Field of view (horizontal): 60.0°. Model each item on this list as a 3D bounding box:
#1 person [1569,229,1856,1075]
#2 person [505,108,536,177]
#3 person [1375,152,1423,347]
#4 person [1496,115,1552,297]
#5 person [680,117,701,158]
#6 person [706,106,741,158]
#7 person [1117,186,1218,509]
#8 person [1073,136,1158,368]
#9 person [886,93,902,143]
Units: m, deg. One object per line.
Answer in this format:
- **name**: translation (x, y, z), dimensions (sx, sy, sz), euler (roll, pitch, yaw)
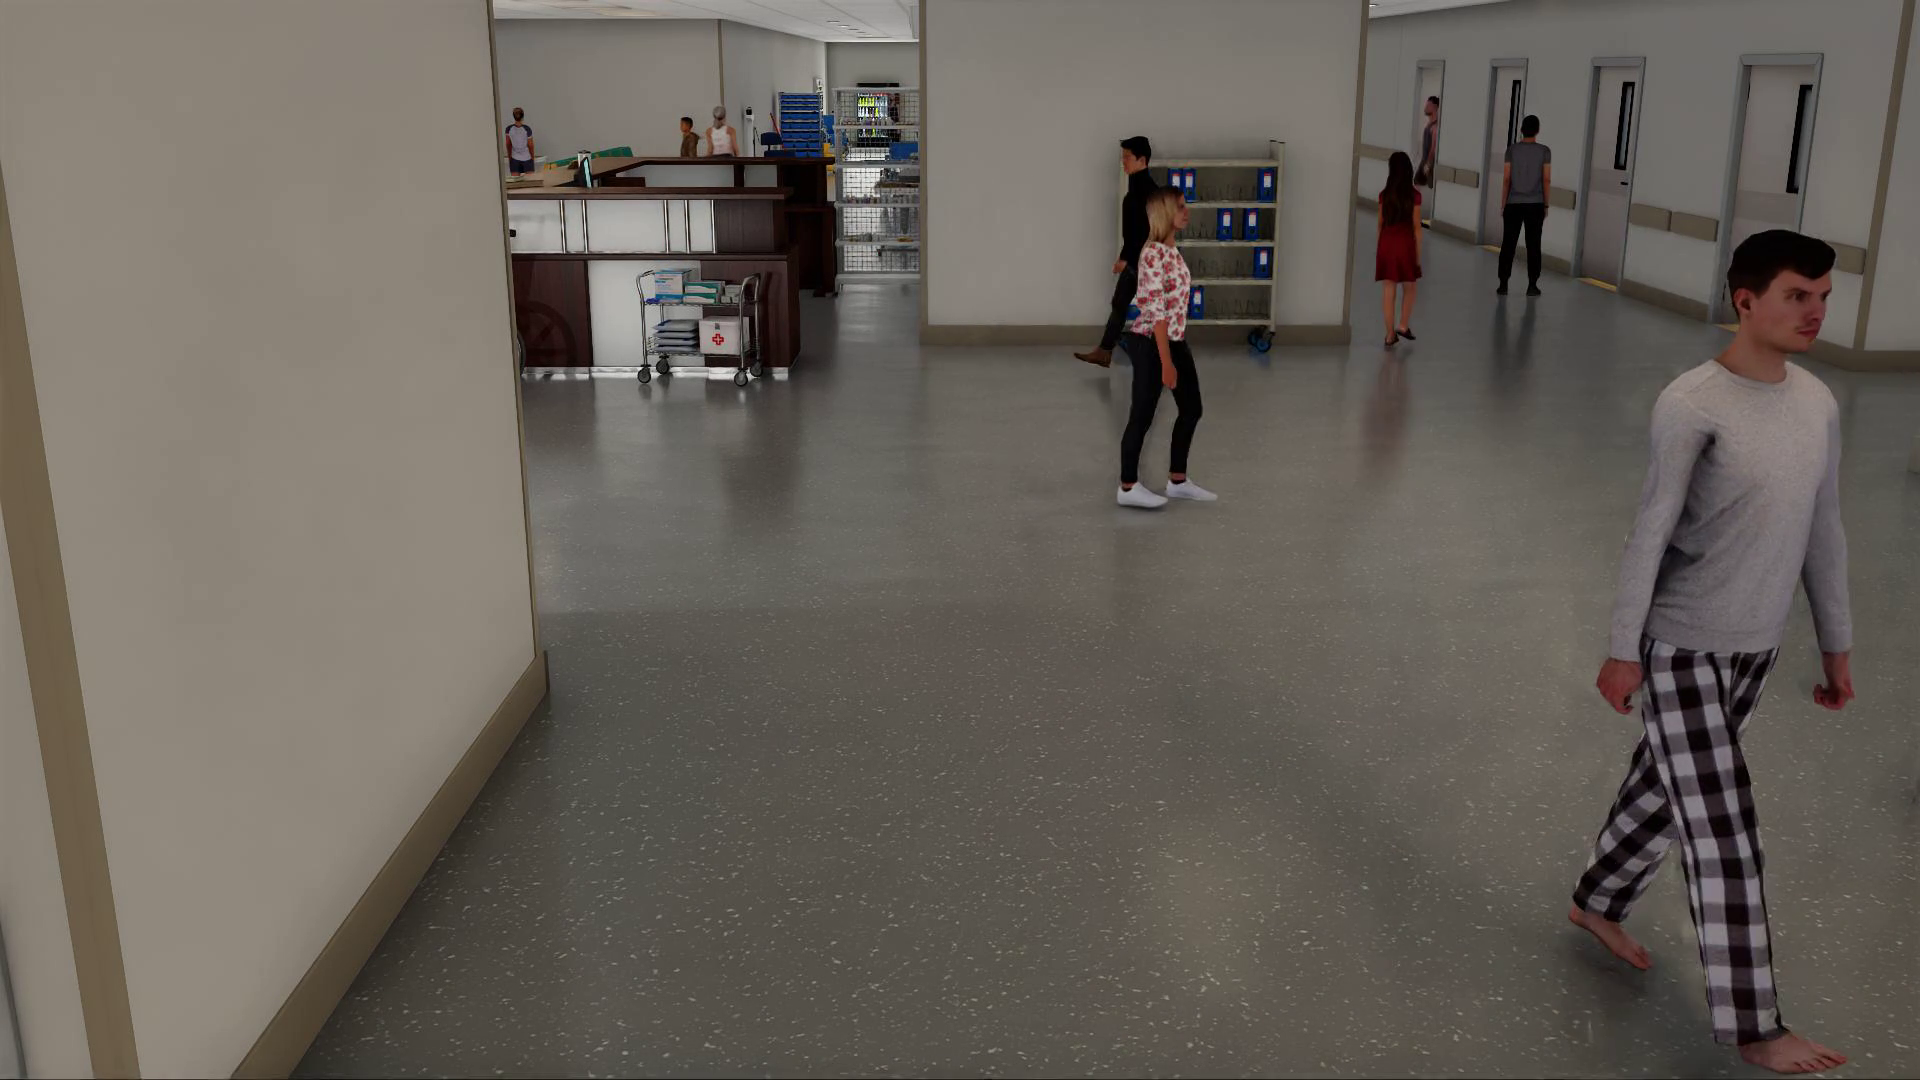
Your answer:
- **person**: translation (1.667, 0.223, 3.847), dimensions (1.165, 1.807, 1.019), euler (-6, 17, -21)
- **person**: translation (-6.818, -5.889, 25.860), dimensions (0.462, 1.624, 0.652), euler (-1, 16, -5)
- **person**: translation (3.490, -2.329, 13.409), dimensions (0.677, 1.529, 0.726), euler (9, 18, 29)
- **person**: translation (5.611, -3.326, 16.530), dimensions (0.608, 1.755, 0.741), euler (6, 17, 21)
- **person**: translation (-4.358, -6.090, 26.886), dimensions (0.698, 1.454, 0.667), euler (-9, 18, -29)
- **person**: translation (-3.356, -5.250, 23.518), dimensions (1.042, 1.667, 0.806), euler (3, 16, 10)
- **person**: translation (0.920, -0.954, 8.376), dimensions (0.830, 1.615, 0.749), euler (7, 17, 22)
- **person**: translation (1.399, -2.045, 12.101), dimensions (0.976, 1.692, 0.705), euler (-2, 16, -5)
- **person**: translation (-1.564, -9.937, 39.994), dimensions (0.647, 1.746, 0.727), euler (12, 20, 37)
